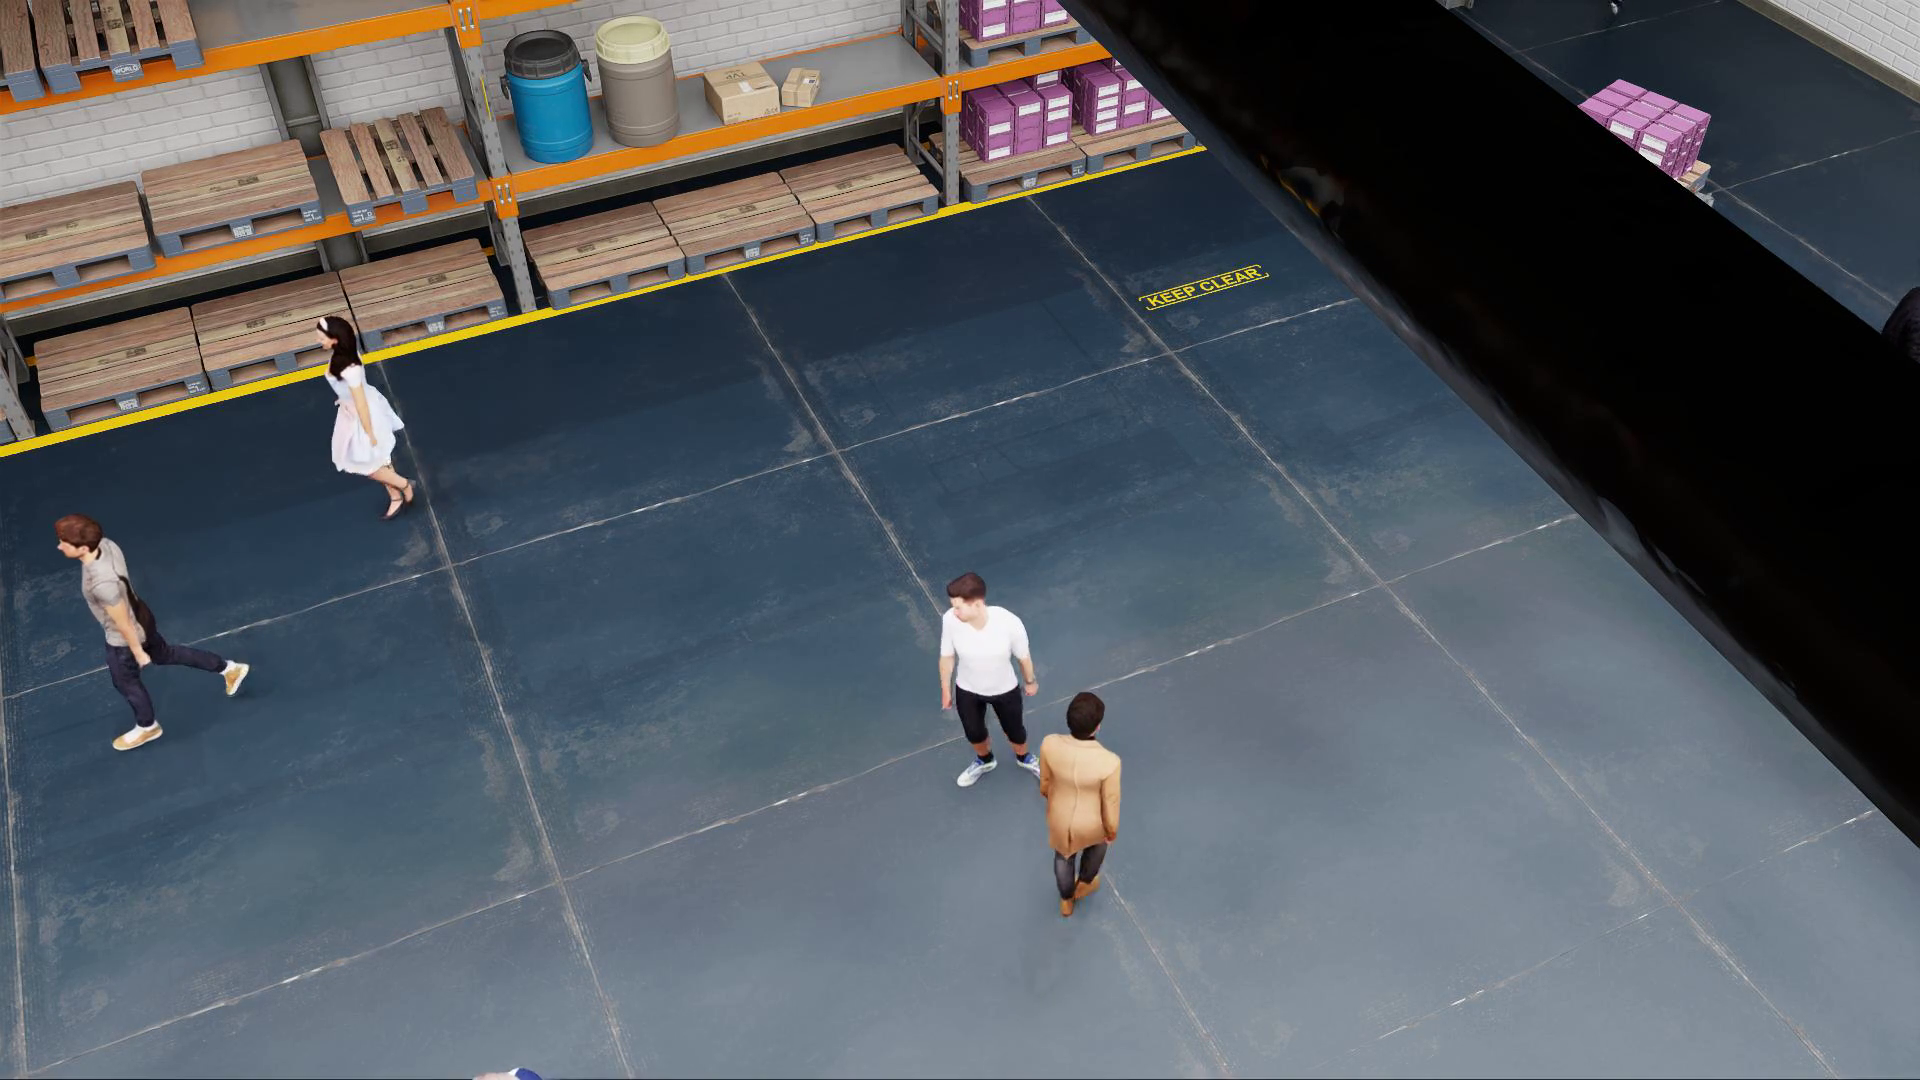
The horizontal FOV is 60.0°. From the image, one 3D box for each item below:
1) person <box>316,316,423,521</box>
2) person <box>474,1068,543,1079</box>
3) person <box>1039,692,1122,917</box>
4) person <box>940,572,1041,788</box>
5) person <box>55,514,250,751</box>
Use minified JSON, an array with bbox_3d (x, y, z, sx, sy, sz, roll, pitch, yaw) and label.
[{"bbox_3d":[-4.123,-0.851,11.789,0.752,1.806,0.649,-17,46,-18],"label":"person"},{"bbox_3d":[-1.870,2.925,7.828,0.784,1.803,0.705,-12,45,-12],"label":"person"},{"bbox_3d":[0.643,1.564,9.318,0.812,1.717,0.871,15,46,15],"label":"person"},{"bbox_3d":[0.215,0.840,10.006,0.846,1.816,0.996,-1,44,-1],"label":"person"},{"bbox_3d":[-5.067,0.510,10.315,1.146,1.868,0.687,-16,46,-16],"label":"person"}]
